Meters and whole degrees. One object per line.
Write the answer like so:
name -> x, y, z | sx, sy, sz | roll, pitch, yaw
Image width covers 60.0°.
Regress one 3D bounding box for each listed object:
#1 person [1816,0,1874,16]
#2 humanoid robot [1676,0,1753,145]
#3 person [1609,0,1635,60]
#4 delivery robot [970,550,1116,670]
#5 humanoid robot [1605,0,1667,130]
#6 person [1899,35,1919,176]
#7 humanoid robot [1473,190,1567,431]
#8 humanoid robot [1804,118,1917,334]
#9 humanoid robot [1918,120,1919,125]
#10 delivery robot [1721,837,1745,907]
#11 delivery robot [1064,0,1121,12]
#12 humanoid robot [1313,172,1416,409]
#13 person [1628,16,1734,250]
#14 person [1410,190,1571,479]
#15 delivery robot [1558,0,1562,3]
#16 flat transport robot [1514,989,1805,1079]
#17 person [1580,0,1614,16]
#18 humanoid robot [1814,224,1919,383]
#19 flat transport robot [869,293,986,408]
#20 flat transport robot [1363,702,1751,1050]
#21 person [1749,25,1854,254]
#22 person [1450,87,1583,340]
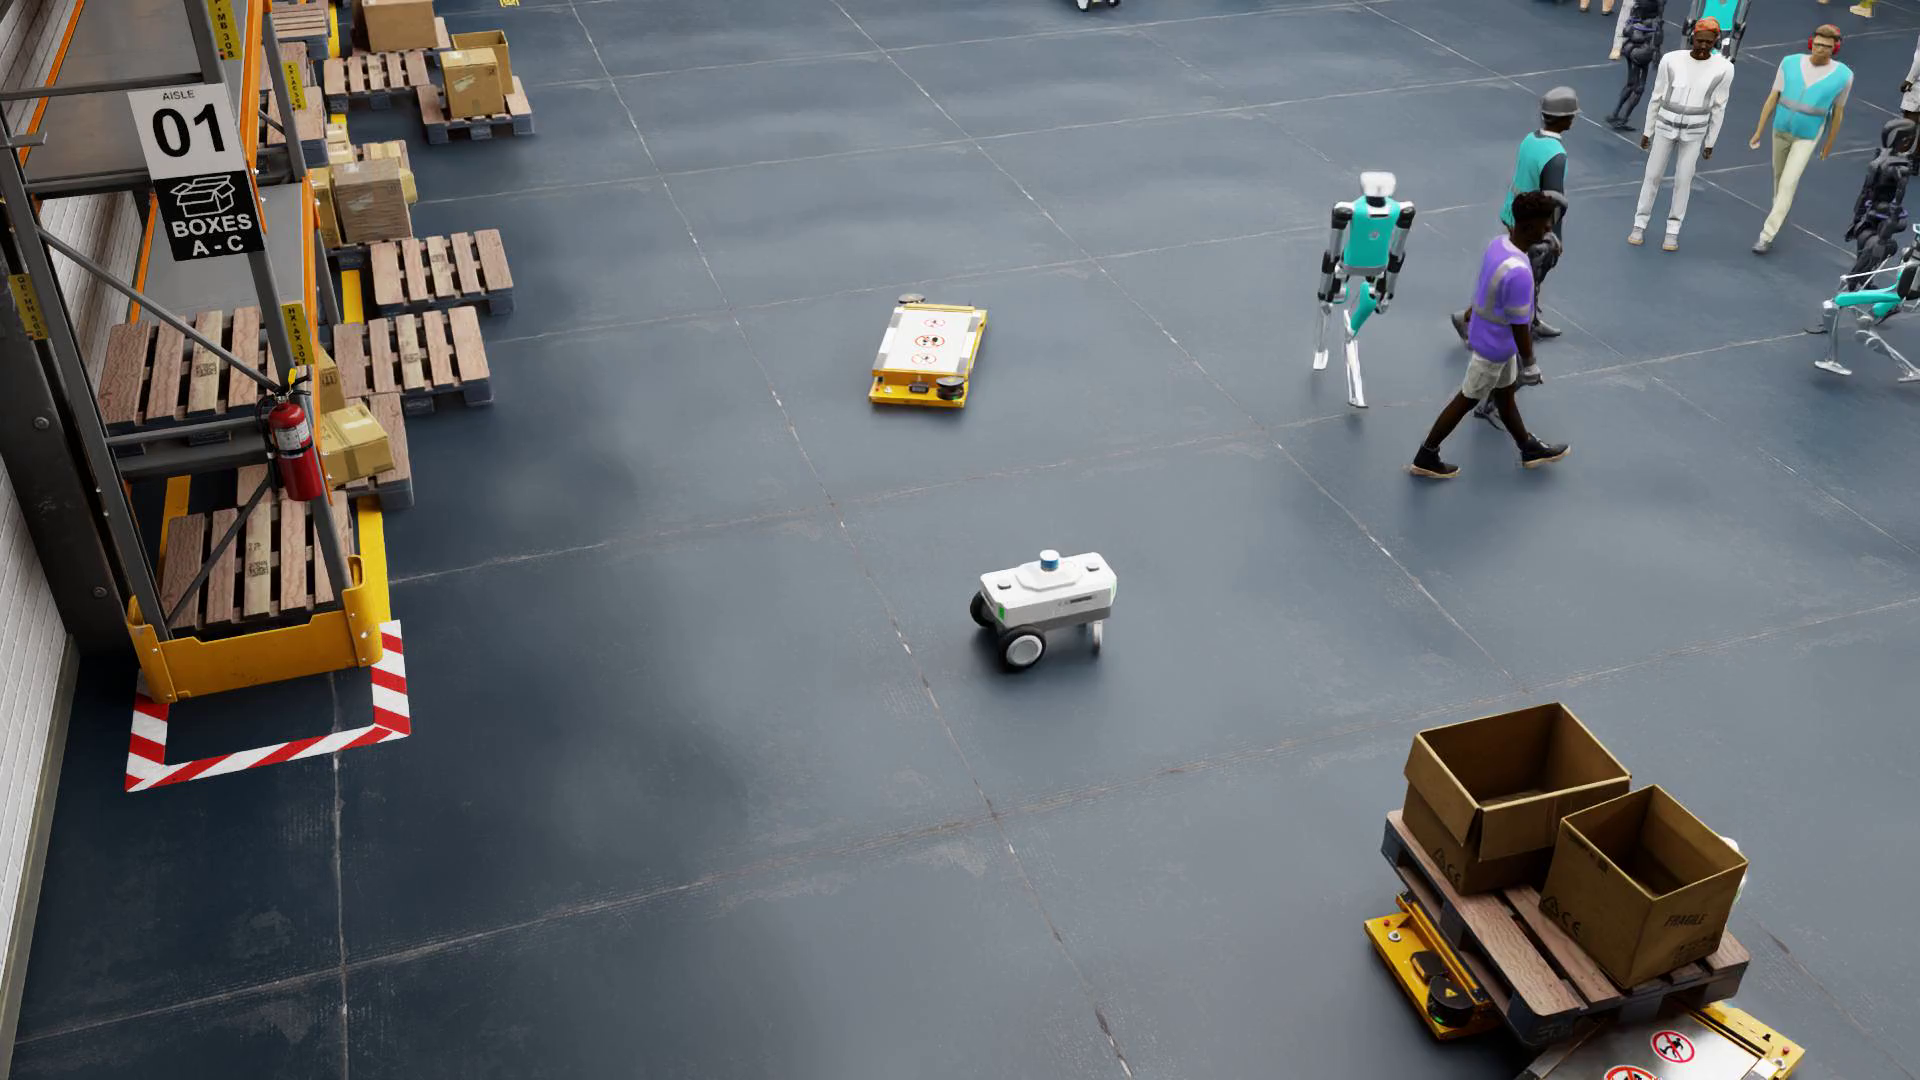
person -> 10.494, -7.074, 19.318 | 0.552, 1.782, 0.951 | -9, 34, -14
humanoid robot -> 6.944, -4.537, 15.520 | 0.539, 1.855, 0.653 | 8, 34, 12
person -> 7.312, -6.042, 17.660 | 0.460, 1.872, 0.361 | 8, 34, 12
delivery robot -> 0.447, 0.346, 9.083 | 0.785, 0.613, 0.507 | -11, 35, -16
humanoid robot -> 6.502, -4.755, 15.854 | 0.328, 1.653, 0.603 | -3, 33, -4
person -> 8.557, -4.148, 14.695 | 0.543, 1.938, 0.351 | -17, 37, -24
humanoid robot -> 3.655, -1.513, 10.898 | 0.361, 1.649, 0.603 | 8, 34, 13
humanoid robot -> 6.705, -2.257, 12.075 | 0.747, 1.636, 0.584 | 1, 33, 2
humanoid robot -> 9.556, -4.724, 15.799 | 0.997, 1.783, 0.531 | 1, 33, 2
delivery robot -> 3.015, 1.479, 7.345 | 0.811, 0.613, 0.499 | 7, 34, 11
delivery robot -> 1.528, -6.627, 19.755 | 0.499, 0.589, 0.785 | -19, 37, -26
humanoid robot -> 2.646, -1.767, 11.277 | 0.534, 1.718, 1.094 | -1, 33, -2
person -> 5.807, -3.272, 13.408 | 0.573, 1.878, 0.360 | 15, 36, 22
person -> 3.373, -1.225, 10.228 | 1.009, 1.913, 0.610 | 5, 33, 8
delivery robot -> 7.202, -6.855, 20.082 | 0.499, 0.563, 0.738 | 15, 36, 21
flat transport robot -> 2.659, 2.177, 6.520 | 1.431, 0.231, 0.659 | -25, 41, -33
person -> 7.522, -6.943, 19.227 | 0.473, 1.669, 0.387 | 18, 37, 26
humanoid robot -> 6.314, -1.820, 11.324 | 1.006, 1.743, 0.541 | 14, 36, 20
flat transport robot -> -0.212, -1.369, 11.958 | 0.659, 0.231, 1.431 | 4, 33, 6
flat transport robot -> 2.556, 1.716, 7.227 | 1.431, 0.231, 0.659 | -9, 34, -14
person -> 6.808, -3.300, 13.524 | 0.992, 1.794, 0.569 | -29, 43, -36
person -> 4.037, -2.273, 11.839 | 0.842, 1.912, 0.556 | 0, 33, 0
